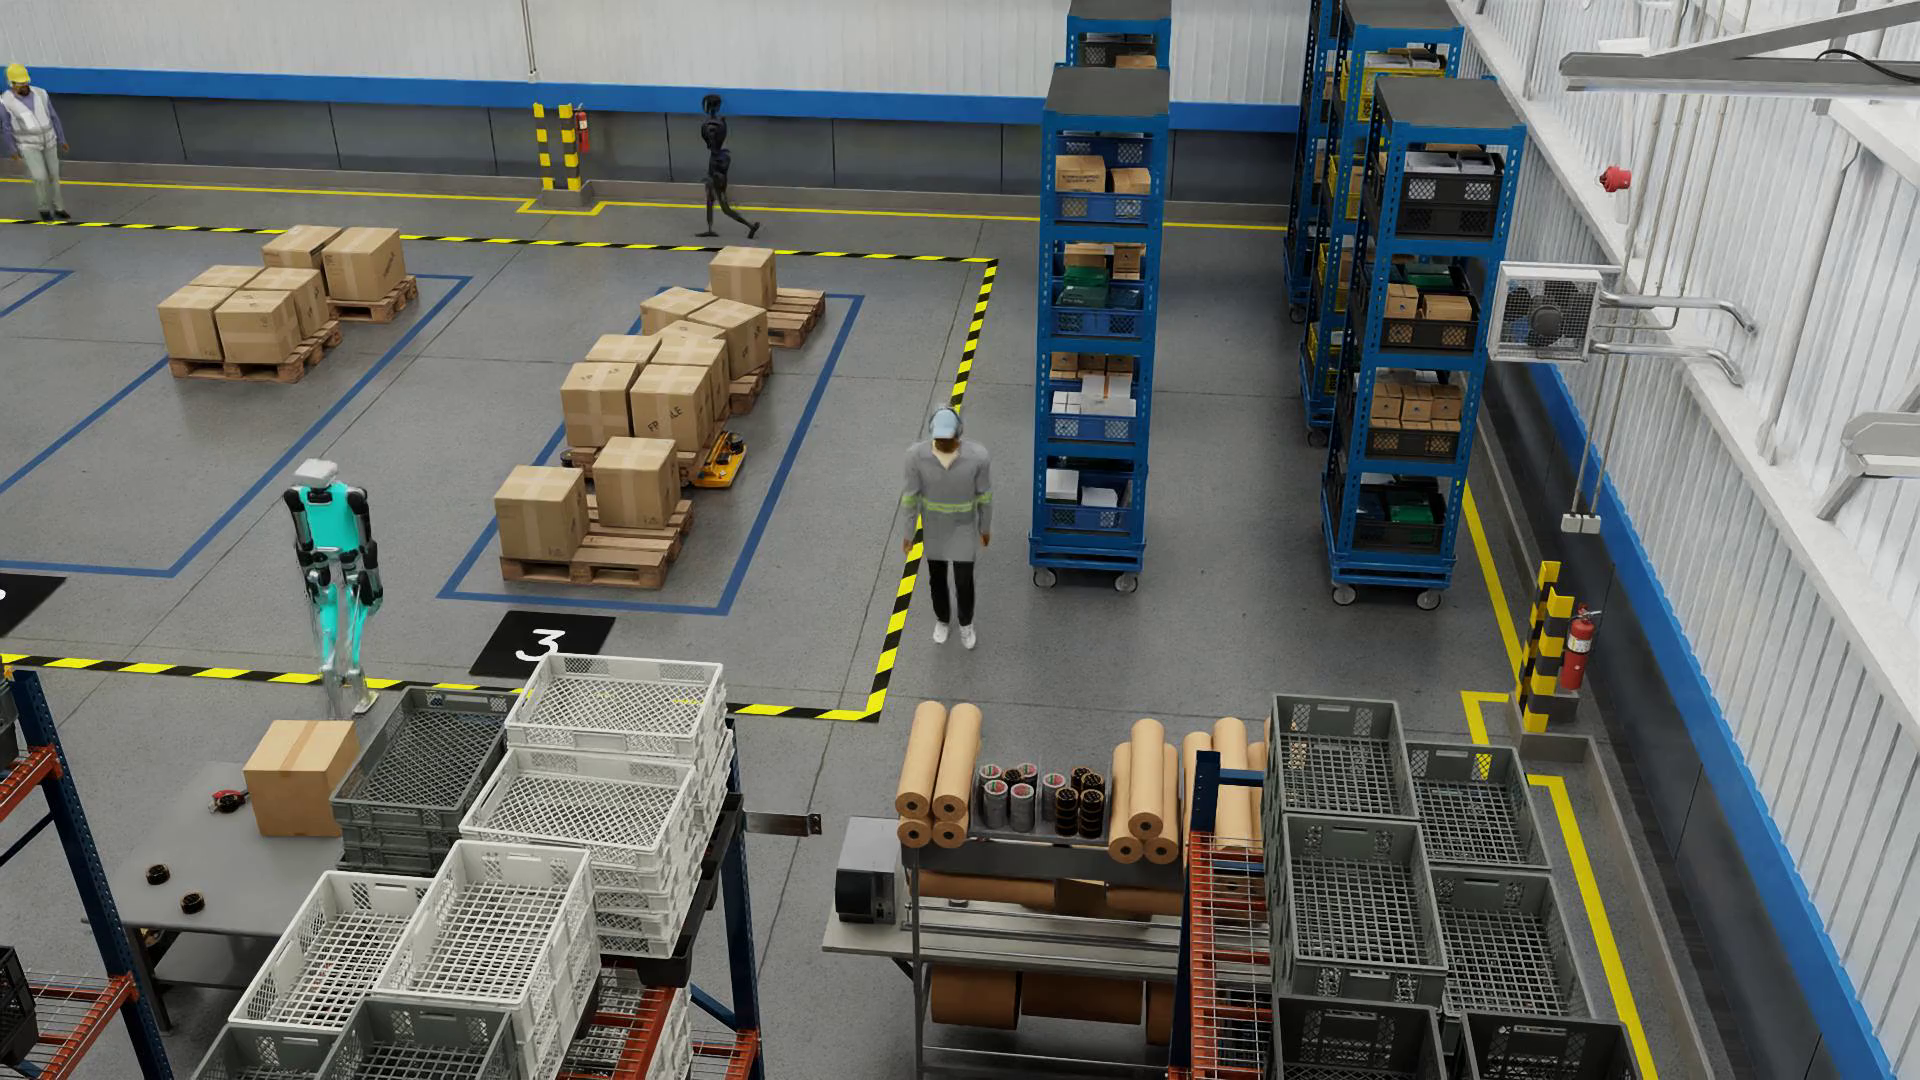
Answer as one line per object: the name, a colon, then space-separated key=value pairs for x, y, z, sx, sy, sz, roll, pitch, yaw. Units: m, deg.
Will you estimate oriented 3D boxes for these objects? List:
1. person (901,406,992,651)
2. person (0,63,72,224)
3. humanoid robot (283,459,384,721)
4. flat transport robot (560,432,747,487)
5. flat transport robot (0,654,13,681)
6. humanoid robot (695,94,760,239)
person: x=-0.095 y=-0.069 z=11.240 sx=0.604 sy=1.837 sz=0.548 roll=4 pitch=30 yaw=6
person: x=-10.430 y=-4.487 z=18.842 sx=0.475 sy=1.817 sz=0.600 roll=18 pitch=35 yaw=28
humanoid robot: x=-3.983 y=0.462 z=10.540 sx=0.544 sy=1.906 sz=0.722 roll=4 pitch=30 yaw=6
flat transport robot: x=-2.554 y=-0.707 z=13.861 sx=1.431 sy=0.197 sz=0.652 roll=3 pitch=30 yaw=6
flat transport robot: x=-7.142 y=0.969 z=11.010 sx=1.431 sy=0.231 sz=0.659 roll=3 pitch=30 yaw=6
humanoid robot: x=-2.616 y=-4.119 z=18.385 sx=0.699 sy=1.638 sz=0.585 roll=-2 pitch=30 yaw=-3
